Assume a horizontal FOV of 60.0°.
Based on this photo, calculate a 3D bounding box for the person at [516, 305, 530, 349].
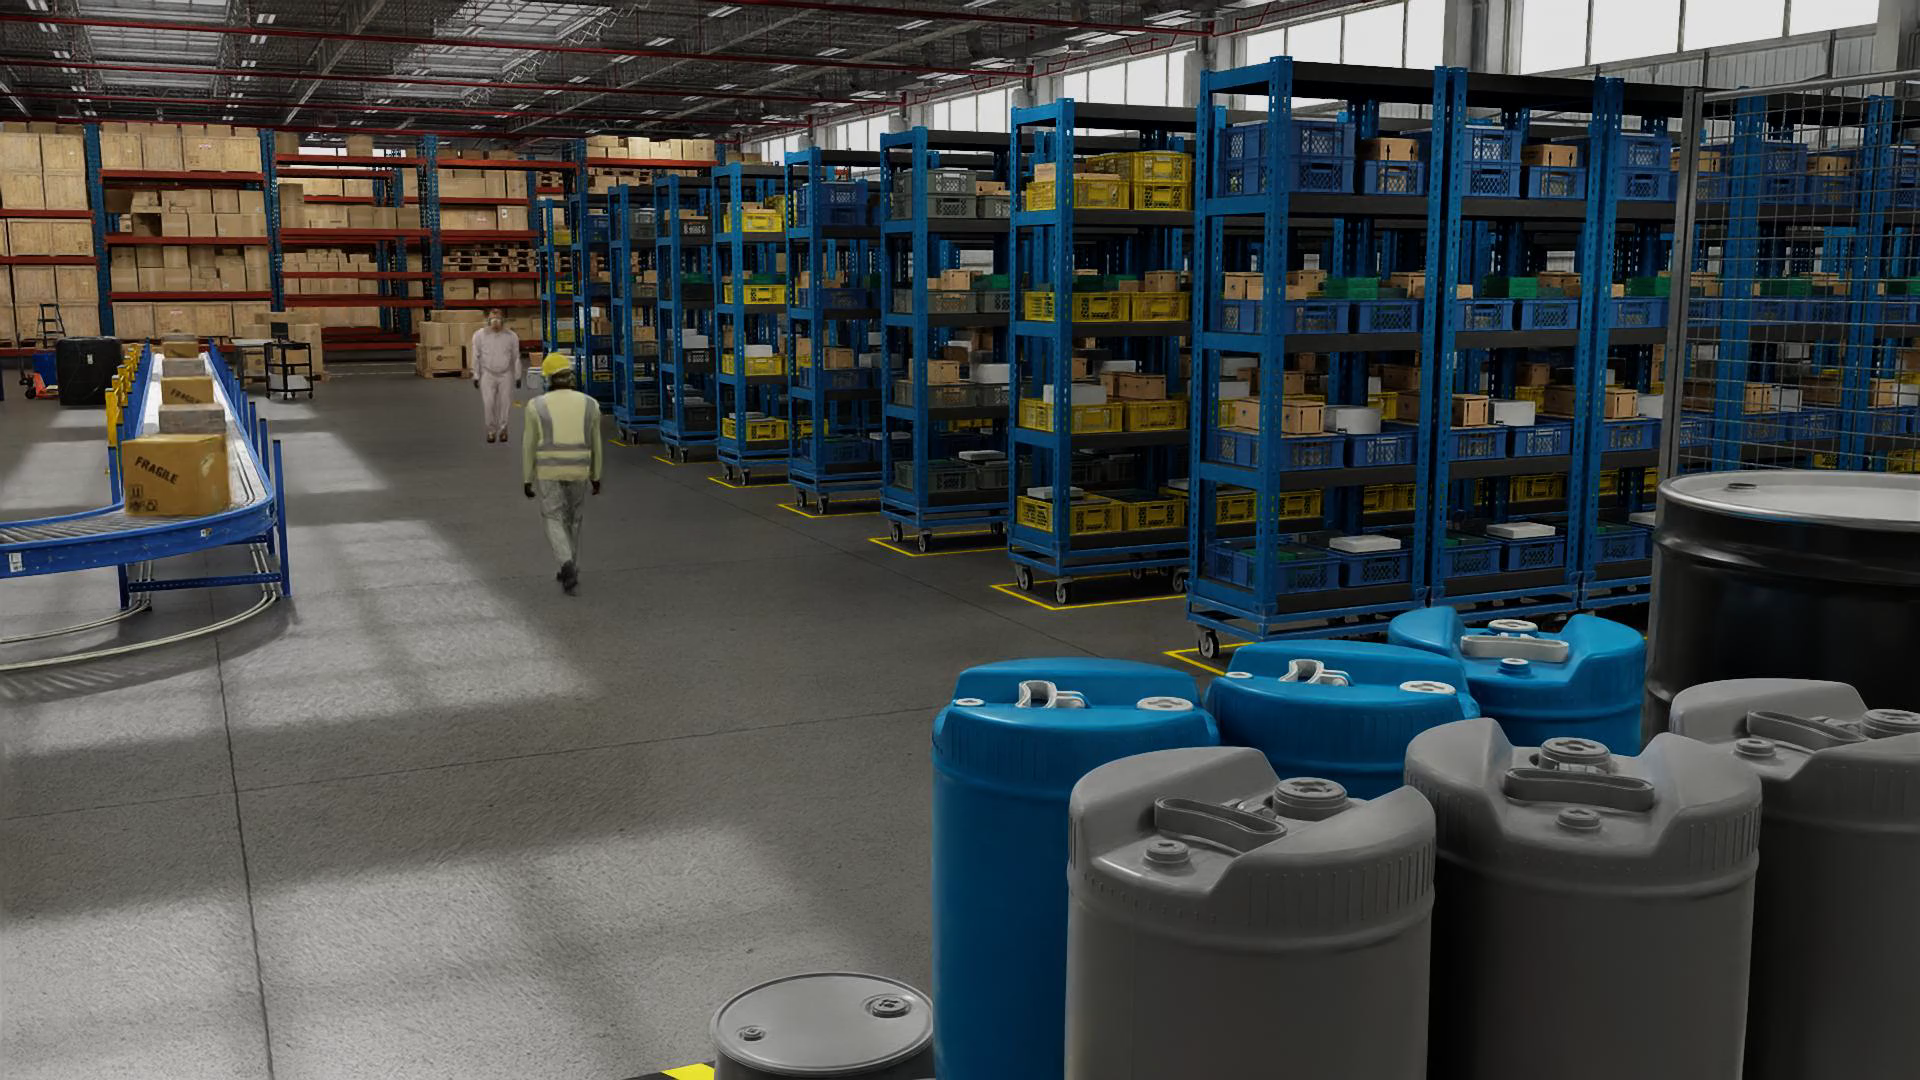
[{"bbox_3d":[-13.674,-6.700,51.299,0.826,1.684,0.516,-2,9,-9],"label":"person"}]

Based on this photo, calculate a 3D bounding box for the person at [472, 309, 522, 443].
[{"bbox_3d":[-6.499,-2.298,23.412,0.673,1.881,0.785,-3,10,-19],"label":"person"}]

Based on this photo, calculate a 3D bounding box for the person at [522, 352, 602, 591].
[{"bbox_3d":[-3.002,-0.514,12.600,0.612,1.809,0.675,-6,11,-31],"label":"person"}]

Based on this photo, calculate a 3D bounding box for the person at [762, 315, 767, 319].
[{"bbox_3d":[-4.116,-4.232,35.080,0.387,1.992,0.625,3,10,20],"label":"person"}]

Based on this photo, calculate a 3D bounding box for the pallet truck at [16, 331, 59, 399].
[{"bbox_3d":[-17.082,-3.353,31.781,1.630,1.274,0.653,-4,10,-25],"label":"pallet truck"}]

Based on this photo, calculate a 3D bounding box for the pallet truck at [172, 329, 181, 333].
[{"bbox_3d":[-17.275,-3.851,35.096,1.601,1.201,0.680,0,9,1],"label":"pallet truck"}]
